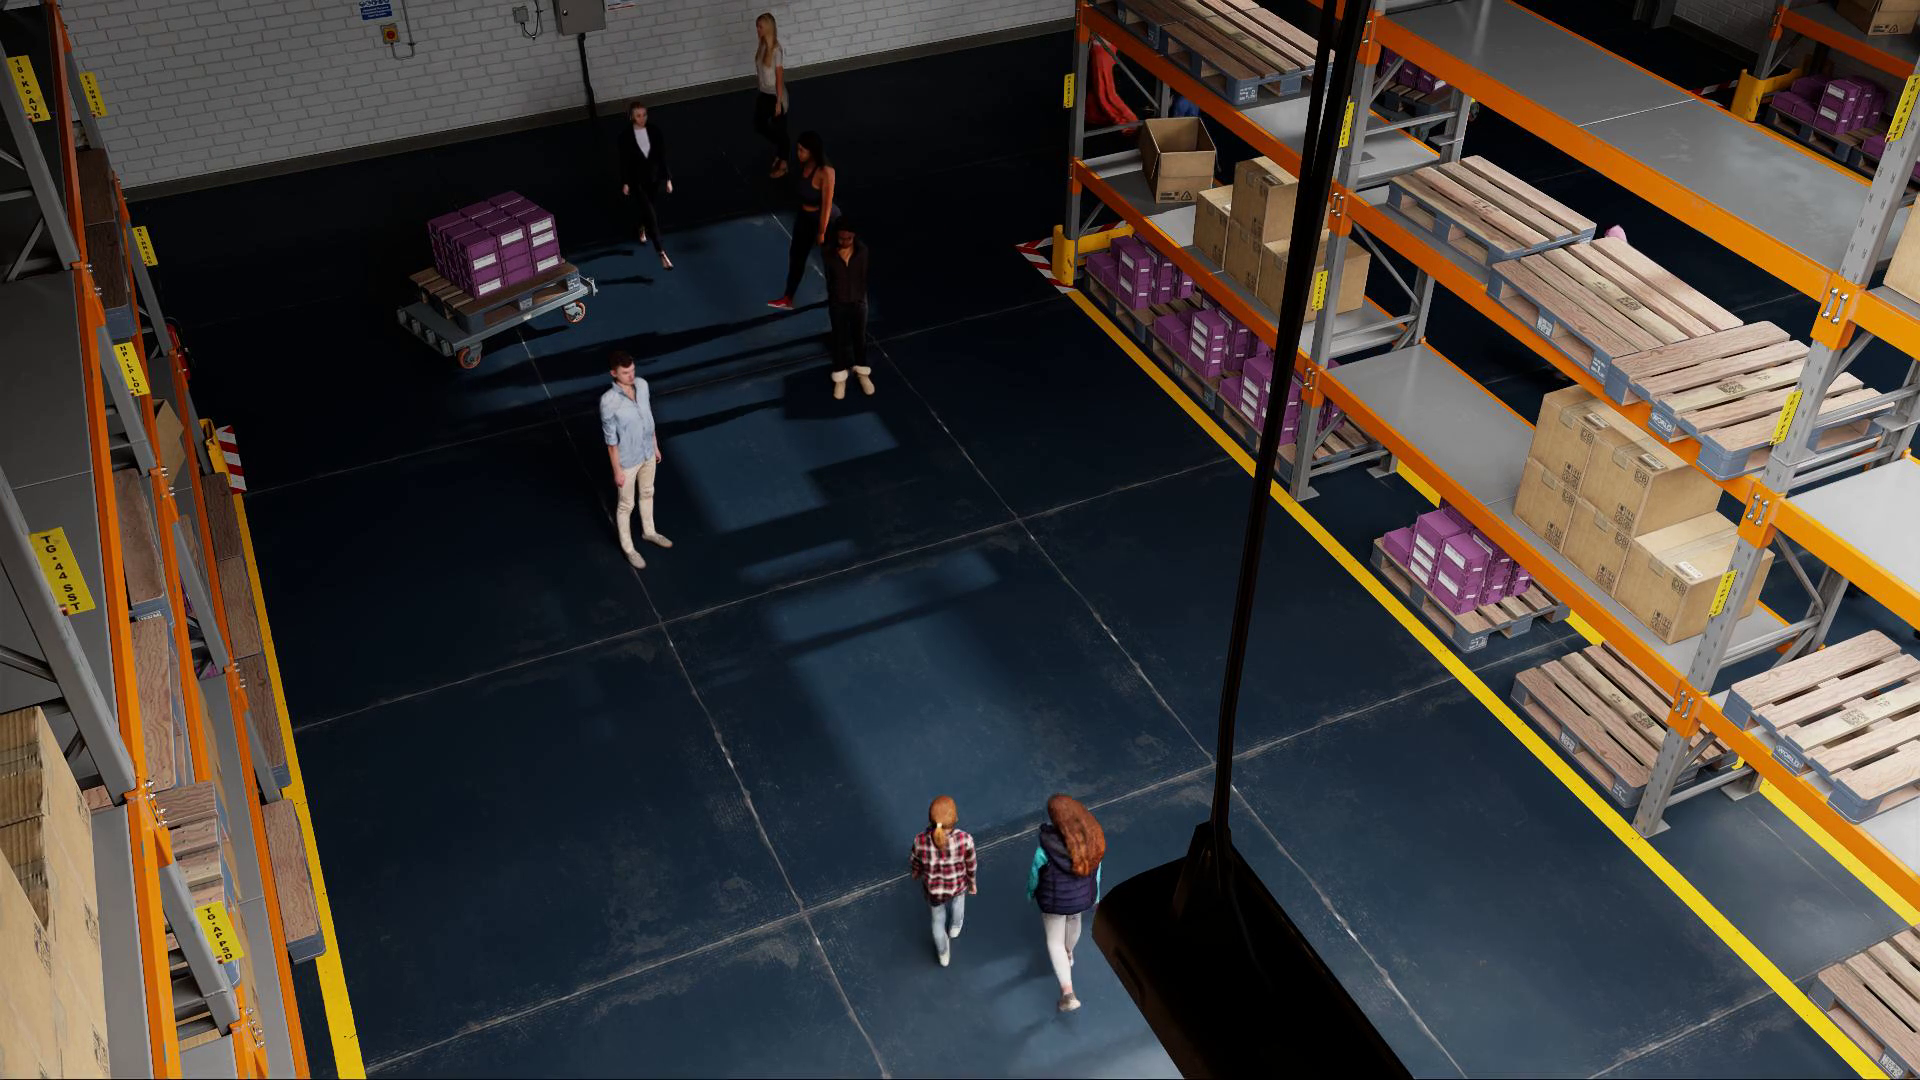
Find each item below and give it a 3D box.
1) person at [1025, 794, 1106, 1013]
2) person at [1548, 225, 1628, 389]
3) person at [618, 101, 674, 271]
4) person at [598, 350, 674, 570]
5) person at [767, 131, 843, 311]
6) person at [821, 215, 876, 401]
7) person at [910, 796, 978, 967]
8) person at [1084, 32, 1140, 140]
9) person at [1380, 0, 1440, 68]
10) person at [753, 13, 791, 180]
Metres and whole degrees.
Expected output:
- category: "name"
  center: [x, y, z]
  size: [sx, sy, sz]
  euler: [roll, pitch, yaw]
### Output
- category: "person"
  center: [0.621, 2.071, 9.502]
  size: [0.605, 1.481, 0.883]
  euler: [-13, 40, -16]
- category: "person"
  center: [5.535, -1.956, 14.433]
  size: [0.781, 1.622, 0.927]
  euler: [-29, 47, -32]
- category: "person"
  center: [-3.119, -3.542, 16.395]
  size: [0.717, 1.651, 1.133]
  euler: [-21, 43, -24]
- category: "person"
  center: [-2.482, -0.654, 12.622]
  size: [0.717, 1.847, 0.728]
  euler: [24, 44, 27]
- category: "person"
  center: [-1.246, -2.999, 15.624]
  size: [0.970, 1.765, 1.185]
  euler: [-30, 47, -32]
- category: "person"
  center: [-0.981, -2.062, 14.541]
  size: [0.765, 1.652, 0.658]
  euler: [-16, 41, -19]
- category: "person"
  center: [-0.089, 2.030, 9.703]
  size: [0.673, 1.294, 0.747]
  euler: [-1, 39, -1]
- category: "person"
  center: [1.660, -5.310, 18.515]
  size: [1.266, 1.768, 0.995]
  euler: [26, 45, 28]
- category: "person"
  center: [5.451, -6.305, 19.731]
  size: [1.148, 1.805, 1.142]
  euler: [9, 39, 11]
- category: "person"
  center: [-1.919, -4.763, 17.791]
  size: [0.755, 1.817, 0.677]
  euler: [-30, 48, -32]
